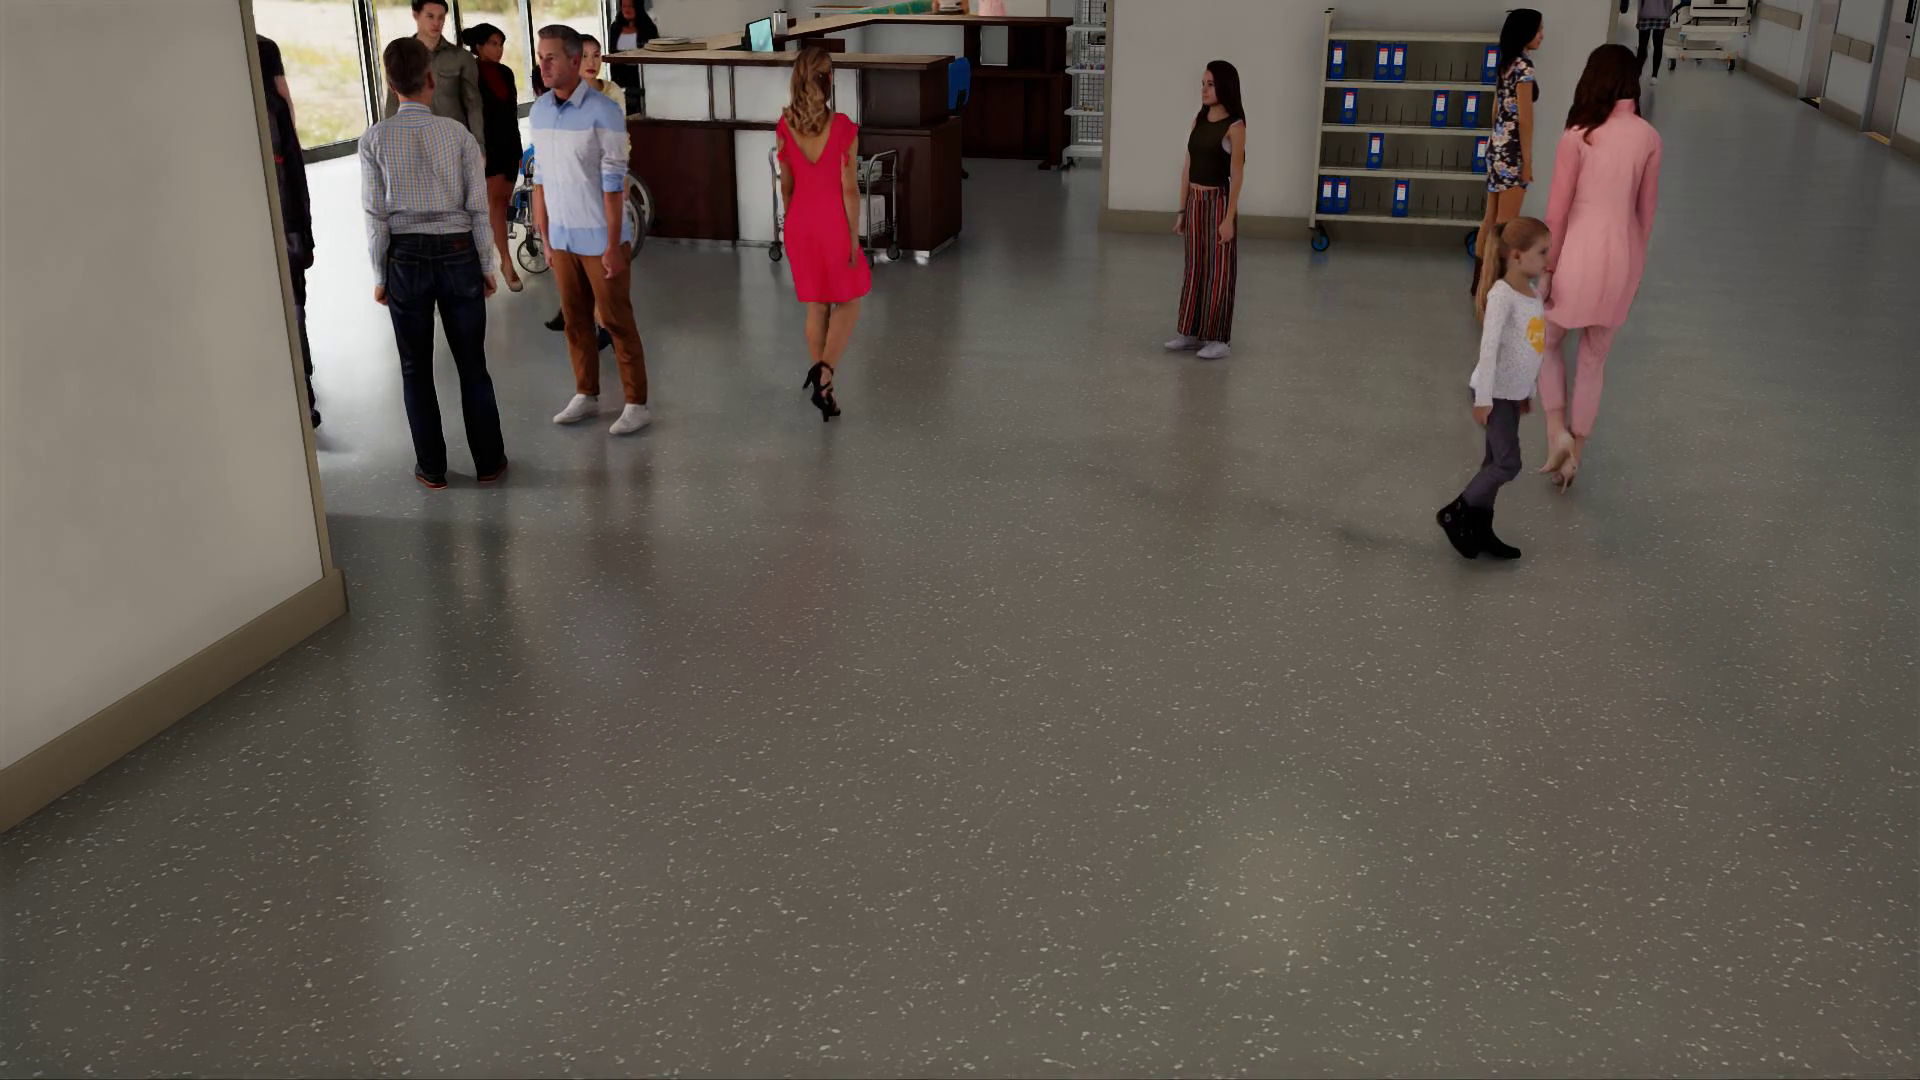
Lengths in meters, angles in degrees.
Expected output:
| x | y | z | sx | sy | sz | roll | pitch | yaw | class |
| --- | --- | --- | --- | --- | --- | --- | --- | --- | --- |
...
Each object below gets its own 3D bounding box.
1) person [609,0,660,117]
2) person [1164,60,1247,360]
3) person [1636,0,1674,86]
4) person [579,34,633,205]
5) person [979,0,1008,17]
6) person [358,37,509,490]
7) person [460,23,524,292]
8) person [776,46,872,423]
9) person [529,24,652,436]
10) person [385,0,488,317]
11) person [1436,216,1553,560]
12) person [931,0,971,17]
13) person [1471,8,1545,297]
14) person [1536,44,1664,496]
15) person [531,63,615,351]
| x | y | z | sx | sy | sz | roll | pitch | yaw | class |
| --- | --- | --- | --- | --- | --- | --- | --- | --- | --- |
| -2.951 | -4.210 | 15.284 | 0.834 | 1.601 | 0.790 | 1 | 21 | 3 | person |
| 1.342 | -1.761 | 8.873 | 0.699 | 1.563 | 0.622 | -15 | 26 | -35 | person |
| 9.573 | -7.205 | 22.950 | 0.458 | 1.773 | 0.666 | 6 | 22 | 15 | person |
| -2.145 | -2.102 | 9.677 | 0.688 | 1.631 | 0.783 | -8 | 22 | -19 | person |
| 0.321 | -5.305 | 17.955 | 0.791 | 1.757 | 0.780 | -9 | 23 | -23 | person |
| -2.168 | -1.122 | 6.827 | 0.692 | 1.817 | 0.799 | -7 | 22 | -18 | person |
| -2.975 | -2.390 | 10.472 | 1.090 | 1.607 | 0.858 | 17 | 27 | 38 | person |
| -0.671 | -1.353 | 7.583 | 0.676 | 1.713 | 0.626 | 6 | 22 | 16 | person |
| -1.684 | -1.398 | 7.552 | 0.595 | 1.820 | 0.784 | 10 | 23 | 25 | person |
| -3.065 | -2.286 | 9.863 | 0.783 | 1.843 | 0.902 | -4 | 21 | -10 | person |
| 1.918 | -0.548 | 6.081 | 0.640 | 1.271 | 0.595 | 17 | 27 | 38 | person |
| -0.135 | -6.246 | 20.512 | 1.041 | 1.706 | 0.720 | 7 | 22 | 17 | person |
| 3.344 | -2.338 | 10.153 | 0.624 | 1.735 | 0.657 | -1 | 21 | -2 | person |
| 2.535 | -1.023 | 6.612 | 0.602 | 1.785 | 0.726 | 1 | 21 | 3 | person |
| -2.009 | -1.740 | 8.873 | 0.911 | 1.523 | 0.707 | 13 | 24 | 31 | person |
